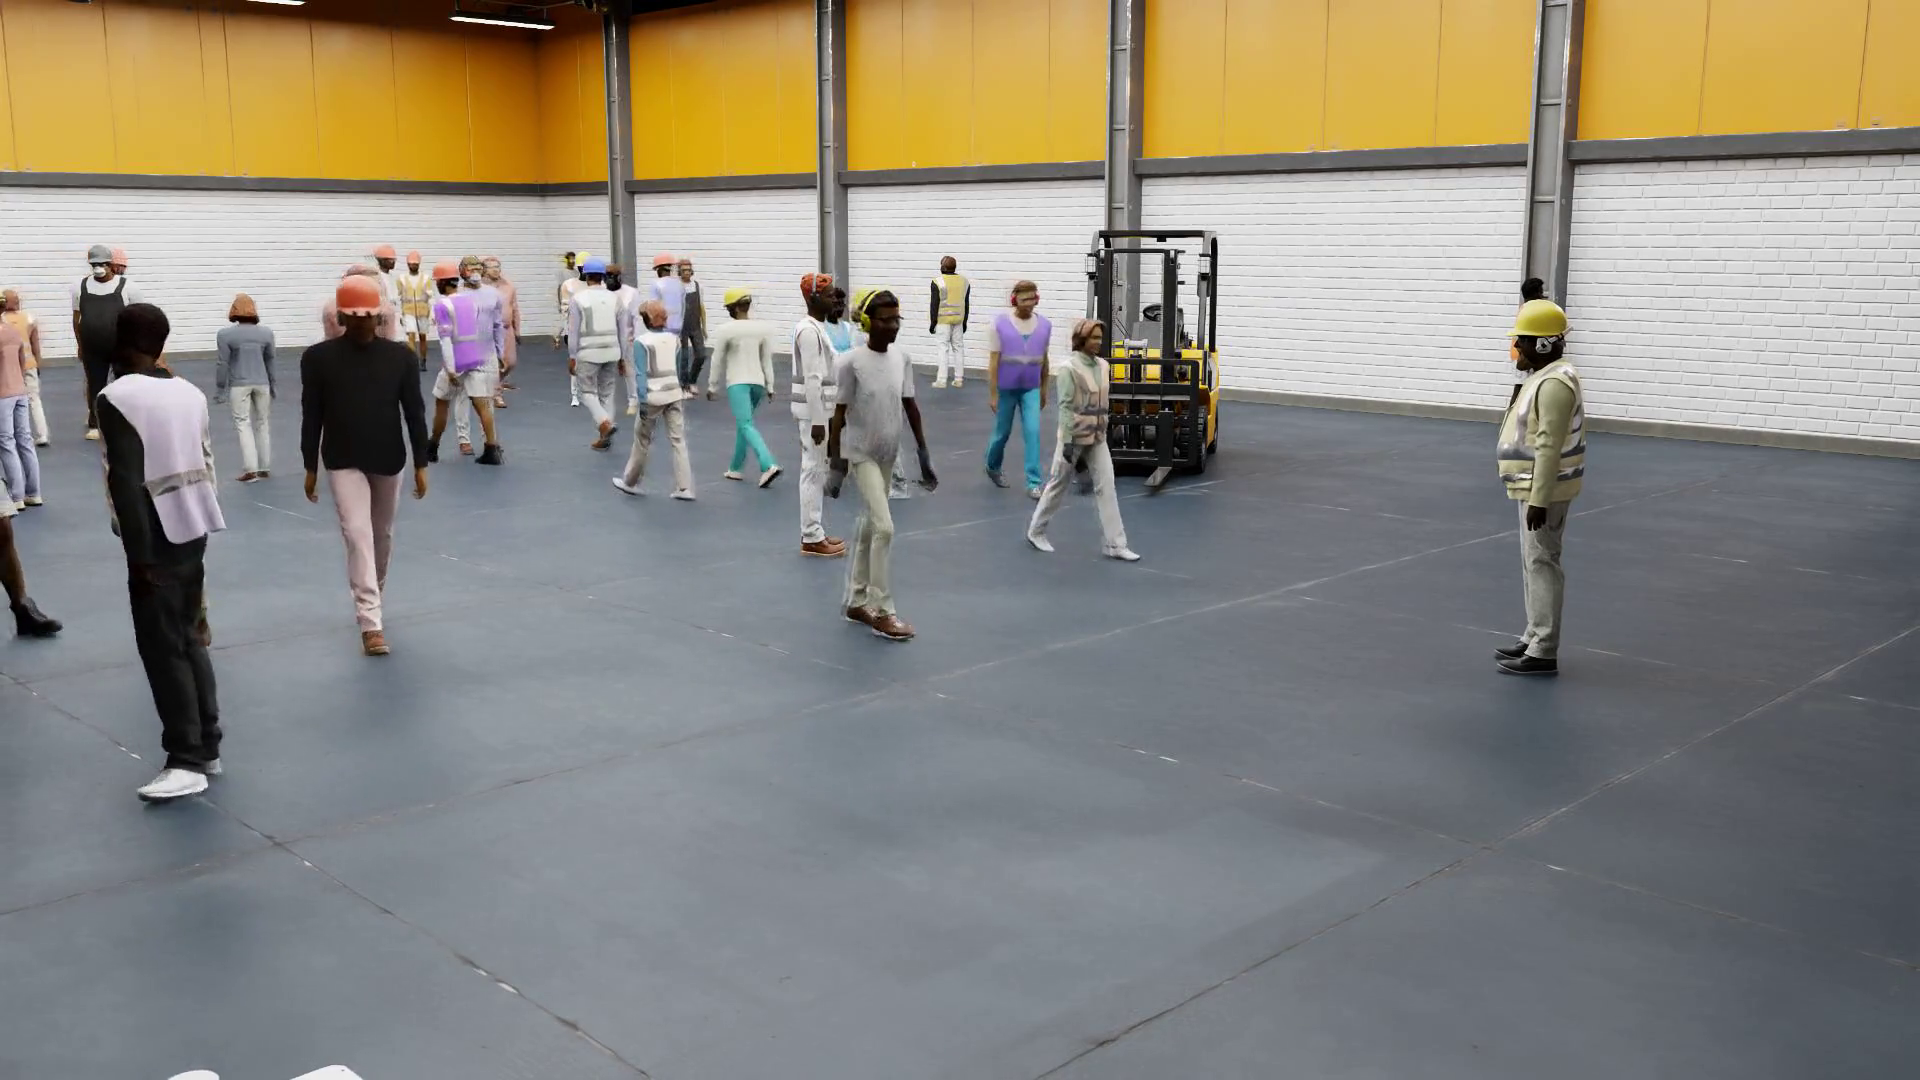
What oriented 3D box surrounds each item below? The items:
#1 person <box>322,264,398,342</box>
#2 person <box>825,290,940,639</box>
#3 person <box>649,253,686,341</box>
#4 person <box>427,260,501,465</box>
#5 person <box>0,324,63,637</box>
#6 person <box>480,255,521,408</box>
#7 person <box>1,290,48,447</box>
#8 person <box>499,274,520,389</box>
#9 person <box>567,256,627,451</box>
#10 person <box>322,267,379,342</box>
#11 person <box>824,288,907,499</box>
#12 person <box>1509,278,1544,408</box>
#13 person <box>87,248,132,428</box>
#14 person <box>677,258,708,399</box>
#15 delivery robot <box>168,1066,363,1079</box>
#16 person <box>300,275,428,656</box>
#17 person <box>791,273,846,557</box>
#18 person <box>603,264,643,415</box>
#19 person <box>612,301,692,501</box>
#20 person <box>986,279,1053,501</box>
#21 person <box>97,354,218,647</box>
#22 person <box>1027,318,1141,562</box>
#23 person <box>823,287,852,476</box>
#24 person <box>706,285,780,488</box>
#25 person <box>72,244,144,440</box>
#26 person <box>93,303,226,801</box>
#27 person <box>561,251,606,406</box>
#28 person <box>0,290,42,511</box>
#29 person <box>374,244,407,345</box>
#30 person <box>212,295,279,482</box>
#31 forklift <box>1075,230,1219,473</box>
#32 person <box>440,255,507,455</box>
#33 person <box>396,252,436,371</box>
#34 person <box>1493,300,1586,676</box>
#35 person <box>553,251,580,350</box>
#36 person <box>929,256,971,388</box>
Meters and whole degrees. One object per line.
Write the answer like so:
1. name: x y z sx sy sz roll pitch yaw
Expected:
1. person: -5.338 -1.504 14.817 0.650 1.882 0.682 -1 10 -4
2. person: -0.373 -0.402 8.899 0.782 1.838 0.520 8 13 38
3. person: -3.735 -2.674 21.095 0.581 1.903 0.452 -10 14 -43
4. person: -4.723 -1.647 15.522 1.006 1.887 0.549 6 12 31
5. person: -5.350 -0.394 8.845 1.071 1.855 0.552 3 11 15
6. person: -5.803 -2.596 20.711 0.657 1.885 0.594 -9 14 -40
7. person: -9.550 -1.734 16.826 0.871 1.589 0.537 8 13 39
8. person: -6.466 -2.884 23.048 0.574 1.604 0.541 -5 12 -25
9. person: -3.528 -1.812 16.323 0.625 1.929 0.543 -10 14 -42
10. person: -5.687 -1.658 15.742 0.983 1.835 0.649 4 11 21
11. person: -0.815 -1.185 13.511 0.874 1.693 0.508 2 11 13
12. person: 5.960 -1.912 17.533 0.320 1.689 0.525 3 11 17
13. person: -9.243 -2.190 18.222 1.060 1.976 0.648 4 11 23
14. person: -3.541 -2.743 21.676 0.544 1.829 0.406 -6 12 -28
15. delivery robot: -1.436 1.248 3.140 0.477 0.478 0.707 10 14 43
16. person: -3.149 -0.431 8.806 0.622 1.937 1.049 -6 12 -28
17. person: -0.948 -0.831 11.110 0.352 1.883 0.579 -1 10 -4
18. person: -3.998 -2.315 19.457 0.633 1.801 0.956 1 10 3
19. person: -2.487 -1.124 13.476 0.796 1.597 0.534 8 13 38
20. person: 0.456 -1.257 13.716 0.567 1.792 0.932 -4 11 -19
21. person: -3.943 -0.163 8.225 0.506 1.614 0.391 -4 11 -22
22. person: 0.790 -0.674 11.040 0.866 1.596 0.537 10 14 43
23. person: -1.183 -1.410 14.817 0.478 1.681 0.526 8 13 39
24. person: -1.807 -1.321 14.234 0.529 1.714 0.893 -9 14 -41
25. person: -8.906 -2.062 17.389 0.681 2.000 0.536 -2 11 -12
26. person: -3.087 0.036 6.421 0.404 1.871 0.763 0 10 2
27. person: -4.681 -2.638 20.836 0.586 1.928 0.369 -4 11 -19
28. person: -7.430 -1.098 12.887 0.329 1.765 0.533 1 10 3
29. person: -7.966 -3.050 22.874 0.907 2.015 0.613 2 11 12
30. person: -6.195 -1.300 14.489 0.551 1.626 0.612 -10 14 -43
31. forklift: 1.804 -1.825 15.677 1.214 2.155 2.313 2 11 13
32. person: -4.734 -1.803 16.257 0.631 1.939 0.370 -9 14 -40
33. person: -8.425 -3.525 25.820 0.564 1.884 1.007 -3 11 -17
34. person: 2.823 -0.253 8.128 0.403 1.825 0.592 2 11 13
35. person: -7.156 -4.346 30.372 0.745 1.854 0.529 10 15 44
36. person: -0.162 -3.059 23.363 0.632 1.846 0.429 -6 12 -32
